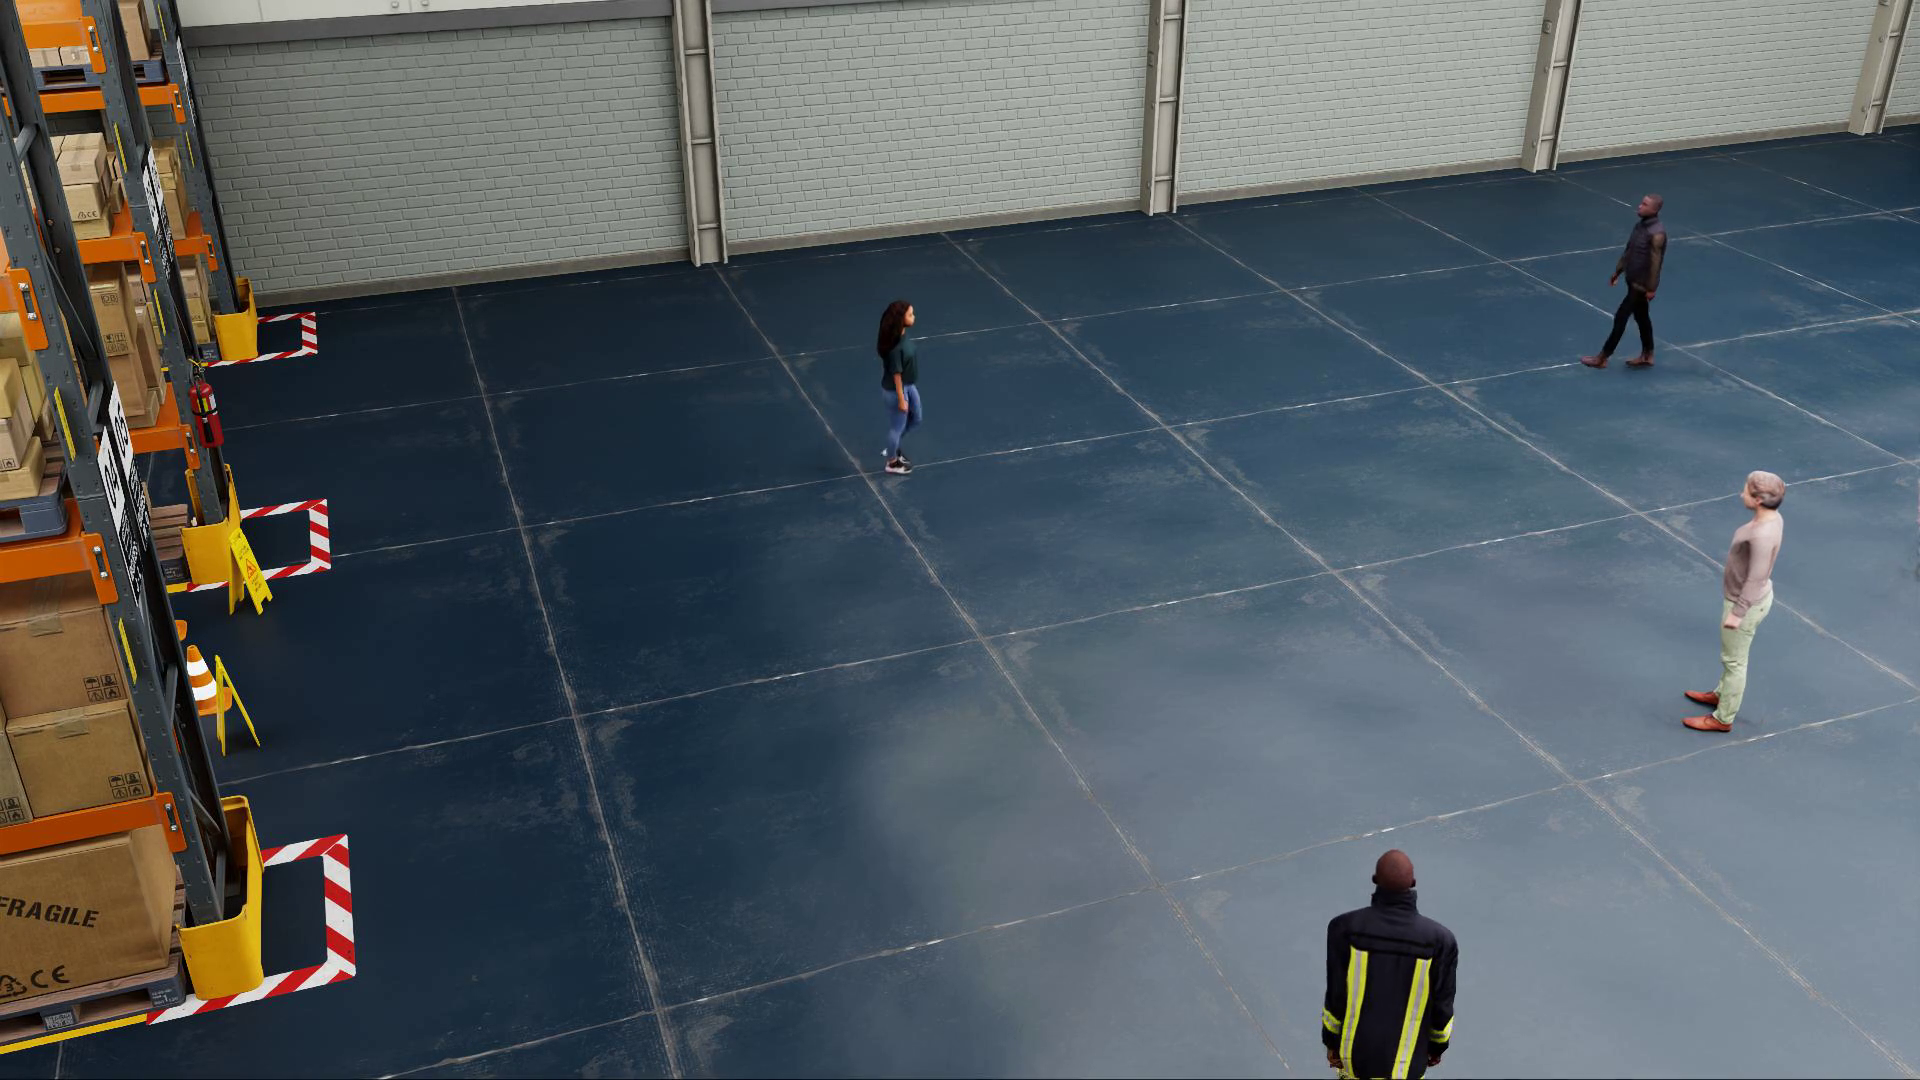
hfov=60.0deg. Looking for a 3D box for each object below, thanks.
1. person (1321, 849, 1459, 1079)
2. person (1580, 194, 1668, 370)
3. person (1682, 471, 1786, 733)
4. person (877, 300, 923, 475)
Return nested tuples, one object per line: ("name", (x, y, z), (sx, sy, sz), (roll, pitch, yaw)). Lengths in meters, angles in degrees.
("person", (1.901, 2.298, 7.555), (1.262, 1.776, 1.236), (8, 29, 14))
("person", (6.896, -2.556, 16.644), (1.142, 1.801, 0.959), (3, 28, 5))
("person", (5.194, 0.407, 11.009), (0.830, 1.866, 0.768), (13, 31, 22))
("person", (-0.617, -1.317, 14.530), (0.742, 1.601, 0.701), (5, 28, 9))
